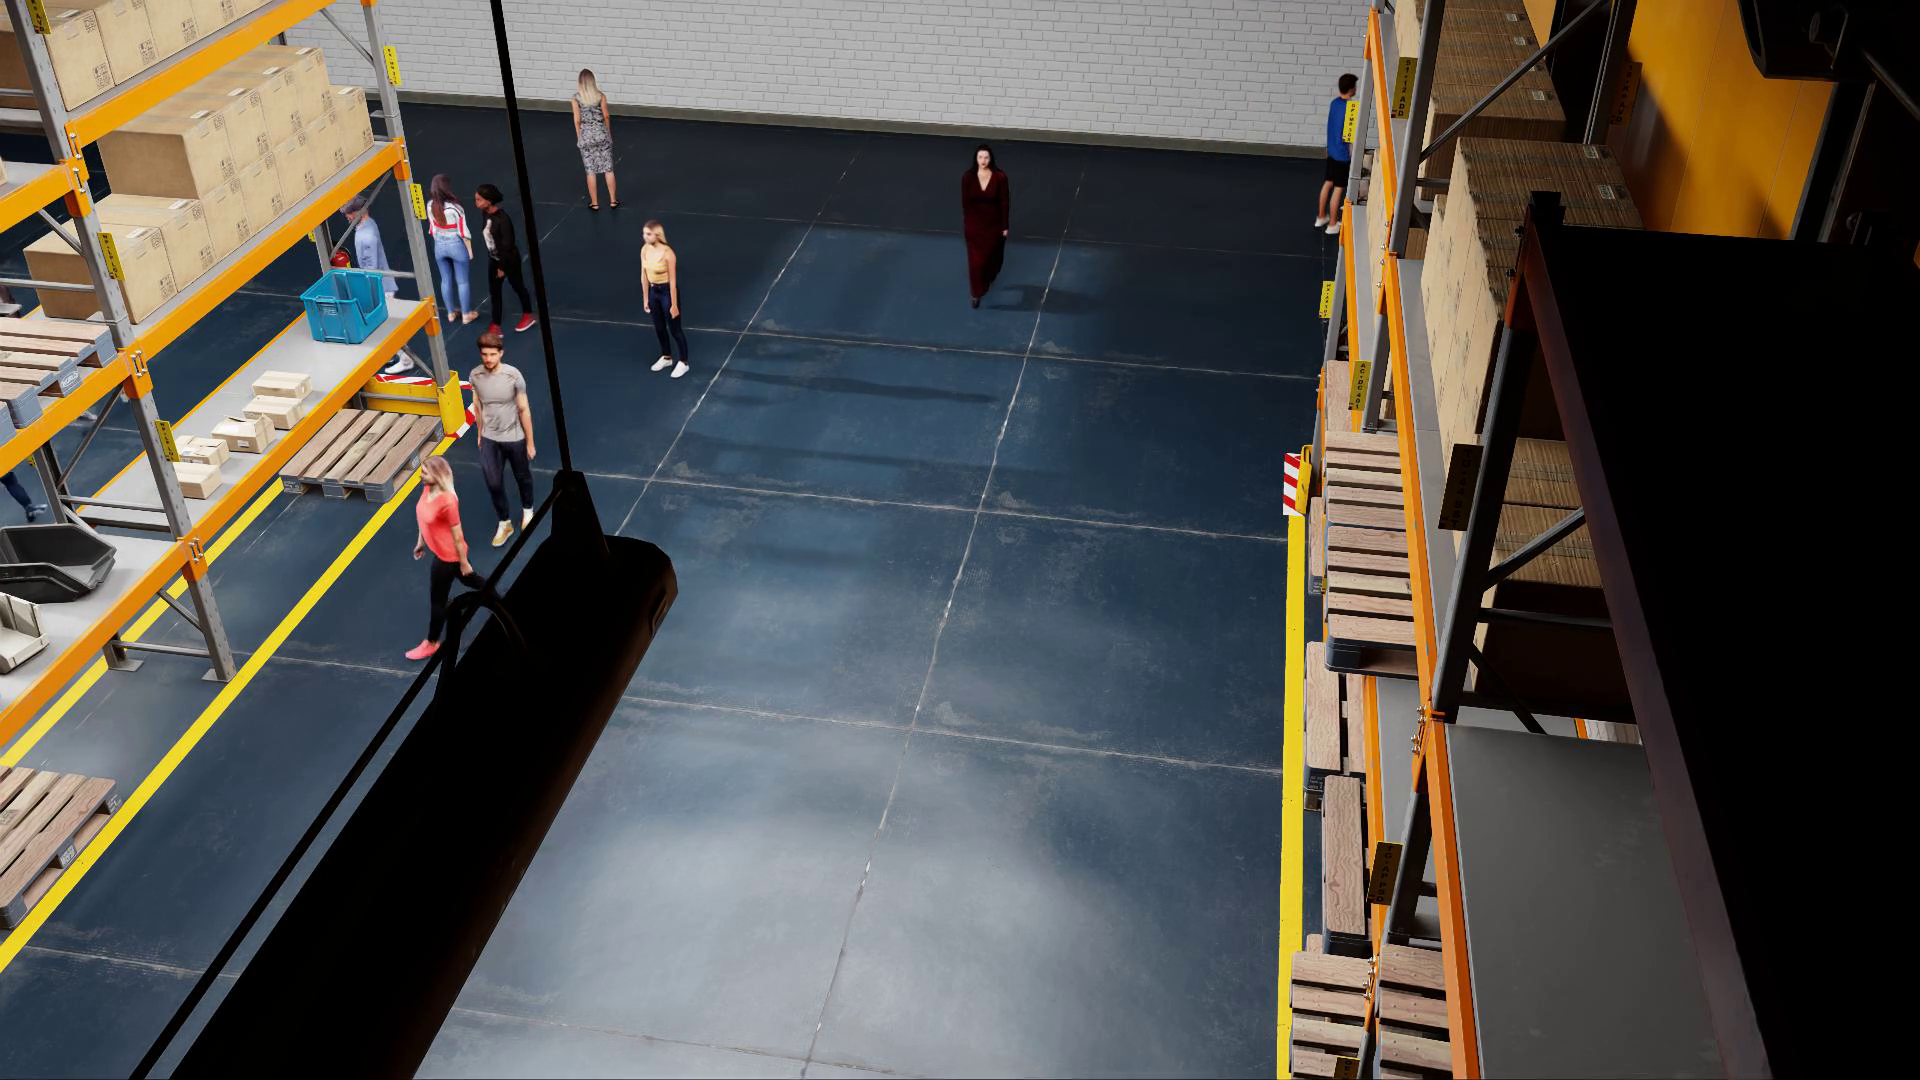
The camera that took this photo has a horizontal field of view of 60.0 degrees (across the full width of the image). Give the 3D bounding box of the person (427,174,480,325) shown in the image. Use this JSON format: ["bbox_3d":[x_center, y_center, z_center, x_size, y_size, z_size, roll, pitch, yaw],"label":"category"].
[{"bbox_3d":[-5.291,-3.021,17.268,0.586,1.611,0.490,6,34,9],"label":"person"}]

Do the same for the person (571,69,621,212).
[{"bbox_3d":[-4.353,-4.756,19.795,0.631,1.705,0.611,-7,34,-10],"label":"person"}]

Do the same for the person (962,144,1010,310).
[{"bbox_3d":[0.290,-3.402,17.728,0.725,1.736,0.993,2,34,3],"label":"person"}]

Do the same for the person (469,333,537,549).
[{"bbox_3d":[-3.769,-0.908,13.851,0.739,1.876,0.846,1,34,1],"label":"person"}]

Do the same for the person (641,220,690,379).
[{"bbox_3d":[-2.900,-2.377,16.289,0.639,1.623,0.641,20,38,27],"label":"person"}]

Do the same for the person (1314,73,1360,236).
[{"bbox_3d":[4.386,-4.478,19.230,0.800,1.866,0.691,-12,36,-18],"label":"person"}]

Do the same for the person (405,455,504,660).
[{"bbox_3d":[-3.770,0.081,12.567,1.110,1.650,1.102,-19,38,-27],"label":"person"}]

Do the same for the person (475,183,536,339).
[{"bbox_3d":[-4.601,-2.883,17.034,0.833,1.641,1.037,20,39,27],"label":"person"}]

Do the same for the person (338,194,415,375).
[{"bbox_3d":[-5.600,-2.504,16.260,0.868,1.866,0.795,-15,37,-22],"label":"person"}]
